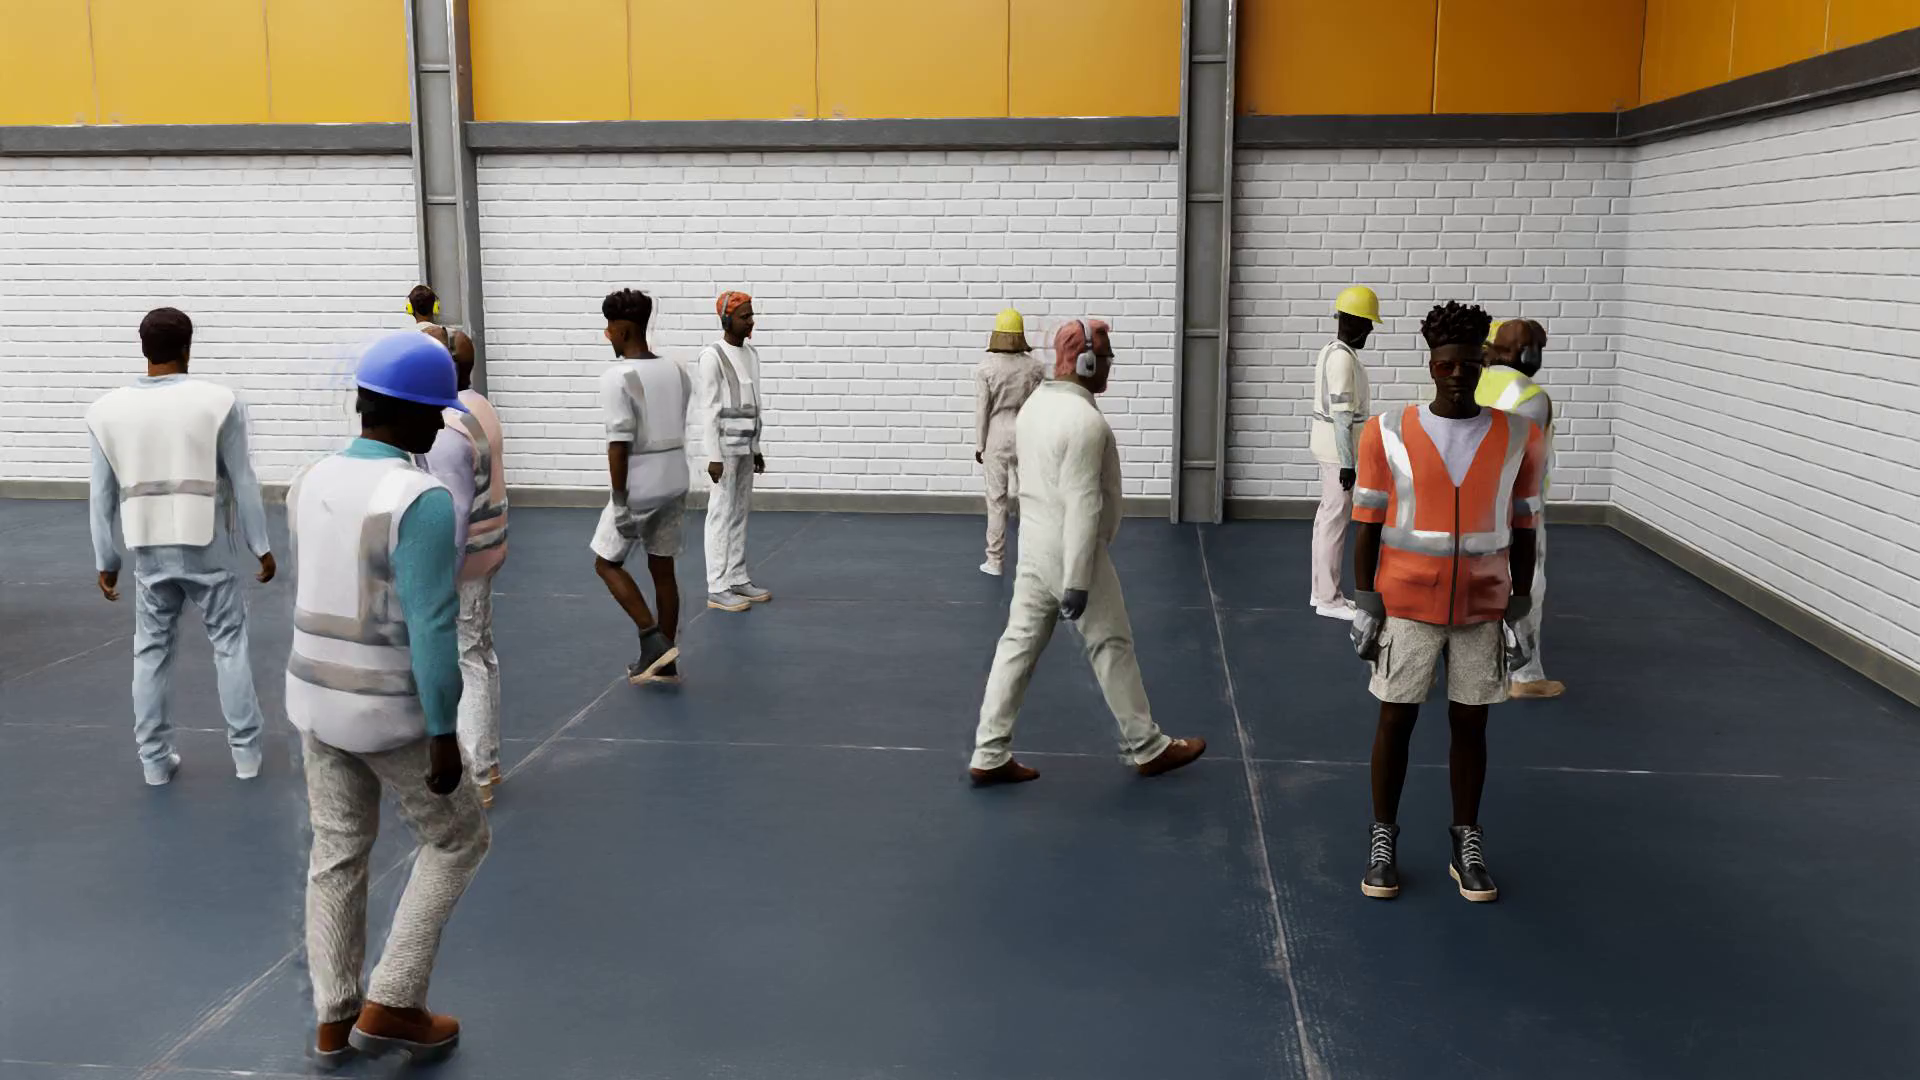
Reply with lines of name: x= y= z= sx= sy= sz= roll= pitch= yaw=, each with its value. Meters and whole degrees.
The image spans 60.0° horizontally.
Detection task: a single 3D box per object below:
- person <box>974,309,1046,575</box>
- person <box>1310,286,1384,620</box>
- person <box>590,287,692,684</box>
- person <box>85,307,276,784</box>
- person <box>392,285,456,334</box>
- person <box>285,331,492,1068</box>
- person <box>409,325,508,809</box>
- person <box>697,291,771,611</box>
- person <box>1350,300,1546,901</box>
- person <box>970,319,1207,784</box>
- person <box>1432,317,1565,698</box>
person: x=0.323 y=-0.638 z=10.919 sx=0.485 sy=1.744 sz=0.294 roll=-2 pitch=10 yaw=-13
person: x=2.227 y=-0.502 z=9.643 sx=0.381 sy=1.917 sz=0.585 roll=1 pitch=10 yaw=7
person: x=-1.539 y=-0.247 z=8.088 sx=0.420 sy=1.944 sz=0.600 roll=7 pitch=12 yaw=34
person: x=-3.083 y=0.038 z=6.603 sx=0.667 sy=1.908 sz=0.467 roll=0 pitch=10 yaw=-2
person: x=-3.988 y=-0.972 z=12.482 sx=0.535 sy=1.864 sz=0.309 roll=-6 pitch=11 yaw=-30
person: x=-1.471 y=0.427 z=4.296 sx=0.651 sy=1.914 sz=0.485 roll=7 pitch=12 yaw=34
person: x=-1.944 y=0.109 z=6.348 sx=0.429 sy=1.845 sz=0.633 roll=-1 pitch=10 yaw=-6
person: x=-1.345 y=-0.534 z=9.924 sx=0.358 sy=1.882 sz=0.574 roll=4 pitch=11 yaw=21
person: x=1.582 y=0.207 z=5.443 sx=0.607 sy=1.966 sz=0.367 roll=1 pitch=10 yaw=5
person: x=0.477 y=0.060 z=6.587 sx=0.987 sy=1.854 sz=0.656 roll=-4 pitch=11 yaw=-21
person: x=2.508 y=-0.144 z=7.895 sx=0.702 sy=1.820 sz=0.647 roll=-3 pitch=10 yaw=-17
